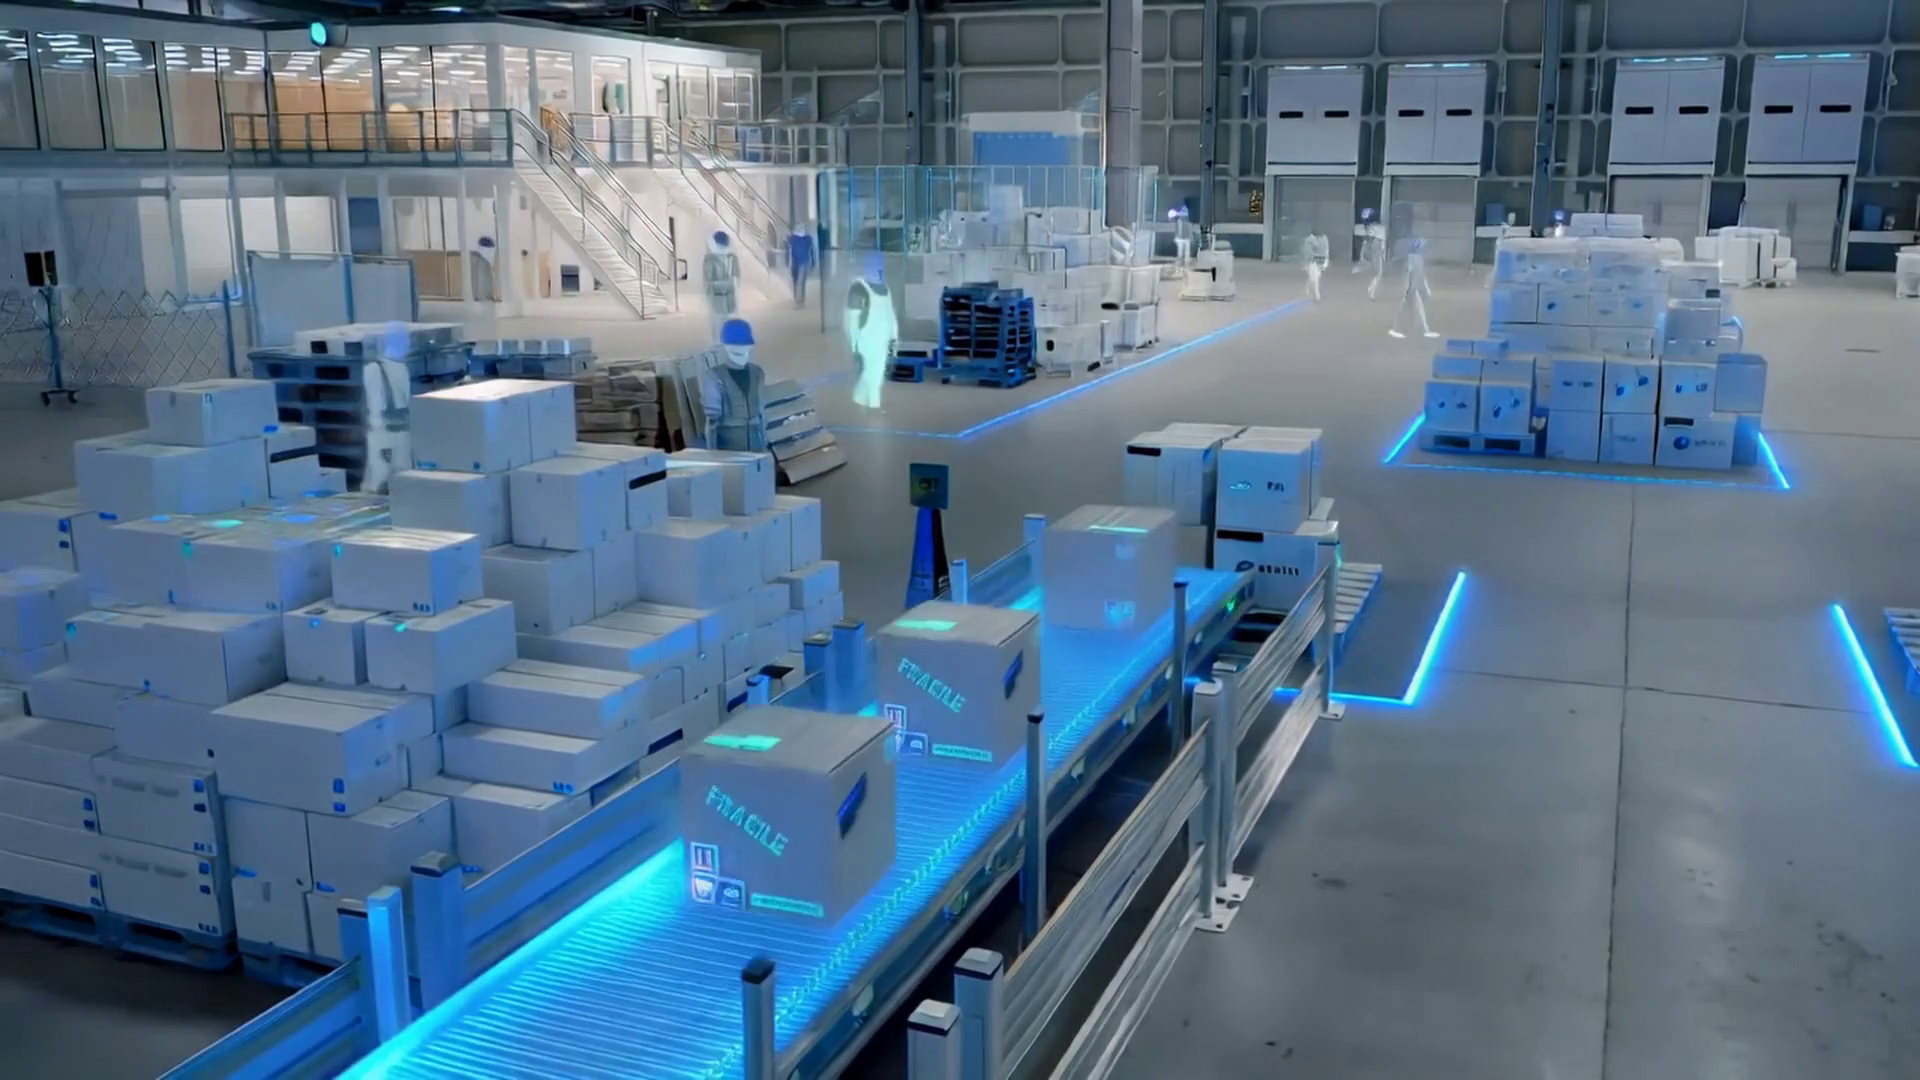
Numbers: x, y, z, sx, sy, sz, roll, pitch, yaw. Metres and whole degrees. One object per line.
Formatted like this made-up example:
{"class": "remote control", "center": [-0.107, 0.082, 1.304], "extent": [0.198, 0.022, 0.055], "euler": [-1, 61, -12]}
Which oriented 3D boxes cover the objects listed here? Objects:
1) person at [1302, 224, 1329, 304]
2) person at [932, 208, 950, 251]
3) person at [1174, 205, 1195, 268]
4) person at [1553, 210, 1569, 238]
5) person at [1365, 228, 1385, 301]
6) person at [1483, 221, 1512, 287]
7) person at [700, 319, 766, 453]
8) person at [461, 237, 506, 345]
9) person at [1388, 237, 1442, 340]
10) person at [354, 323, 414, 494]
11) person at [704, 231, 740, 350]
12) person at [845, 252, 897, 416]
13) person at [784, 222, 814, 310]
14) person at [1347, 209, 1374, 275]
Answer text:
{"class": "person", "center": [8.087, -6.309, 37.950], "extent": [0.631, 1.810, 0.914], "euler": [-5, 14, -23]}
{"class": "person", "center": [-0.471, -8.284, 46.448], "extent": [0.605, 1.951, 0.381], "euler": [0, 13, 2]}
{"class": "person", "center": [6.893, -9.314, 51.111], "extent": [0.683, 1.945, 0.944], "euler": [-1, 13, -4]}
{"class": "person", "center": [16.574, -8.126, 45.860], "extent": [0.427, 1.901, 0.681], "euler": [-1, 13, -4]}
{"class": "person", "center": [9.640, -6.374, 38.486], "extent": [0.379, 1.685, 0.543], "euler": [-1, 13, -6]}
{"class": "person", "center": [13.930, -7.337, 42.733], "extent": [0.924, 1.711, 0.540], "euler": [4, 13, 17]}
{"class": "person", "center": [-1.635, -0.662, 12.287], "extent": [0.545, 1.938, 0.356], "euler": [-12, 17, -44]}
{"class": "person", "center": [-8.041, -4.151, 28.051], "extent": [0.921, 1.901, 0.593], "euler": [-3, 13, -15]}
{"class": "person", "center": [8.181, -4.513, 29.851], "extent": [0.999, 1.818, 0.508], "euler": [7, 14, 28]}
{"class": "person", "center": [-4.567, -0.802, 13.170], "extent": [0.977, 1.834, 0.602], "euler": [4, 13, 18]}
{"class": "person", "center": [-3.865, -4.051, 27.303], "extent": [0.655, 2.012, 0.921], "euler": [-7, 15, -30]}
{"class": "person", "center": [-1.034, -2.518, 20.379], "extent": [0.537, 2.000, 0.688], "euler": [9, 15, 34]}
{"class": "person", "center": [-3.503, -6.000, 36.307], "extent": [0.638, 1.917, 0.668], "euler": [-1, 13, -2]}
{"class": "person", "center": [11.767, -8.612, 48.074], "extent": [0.981, 1.892, 0.556], "euler": [8, 15, 33]}
